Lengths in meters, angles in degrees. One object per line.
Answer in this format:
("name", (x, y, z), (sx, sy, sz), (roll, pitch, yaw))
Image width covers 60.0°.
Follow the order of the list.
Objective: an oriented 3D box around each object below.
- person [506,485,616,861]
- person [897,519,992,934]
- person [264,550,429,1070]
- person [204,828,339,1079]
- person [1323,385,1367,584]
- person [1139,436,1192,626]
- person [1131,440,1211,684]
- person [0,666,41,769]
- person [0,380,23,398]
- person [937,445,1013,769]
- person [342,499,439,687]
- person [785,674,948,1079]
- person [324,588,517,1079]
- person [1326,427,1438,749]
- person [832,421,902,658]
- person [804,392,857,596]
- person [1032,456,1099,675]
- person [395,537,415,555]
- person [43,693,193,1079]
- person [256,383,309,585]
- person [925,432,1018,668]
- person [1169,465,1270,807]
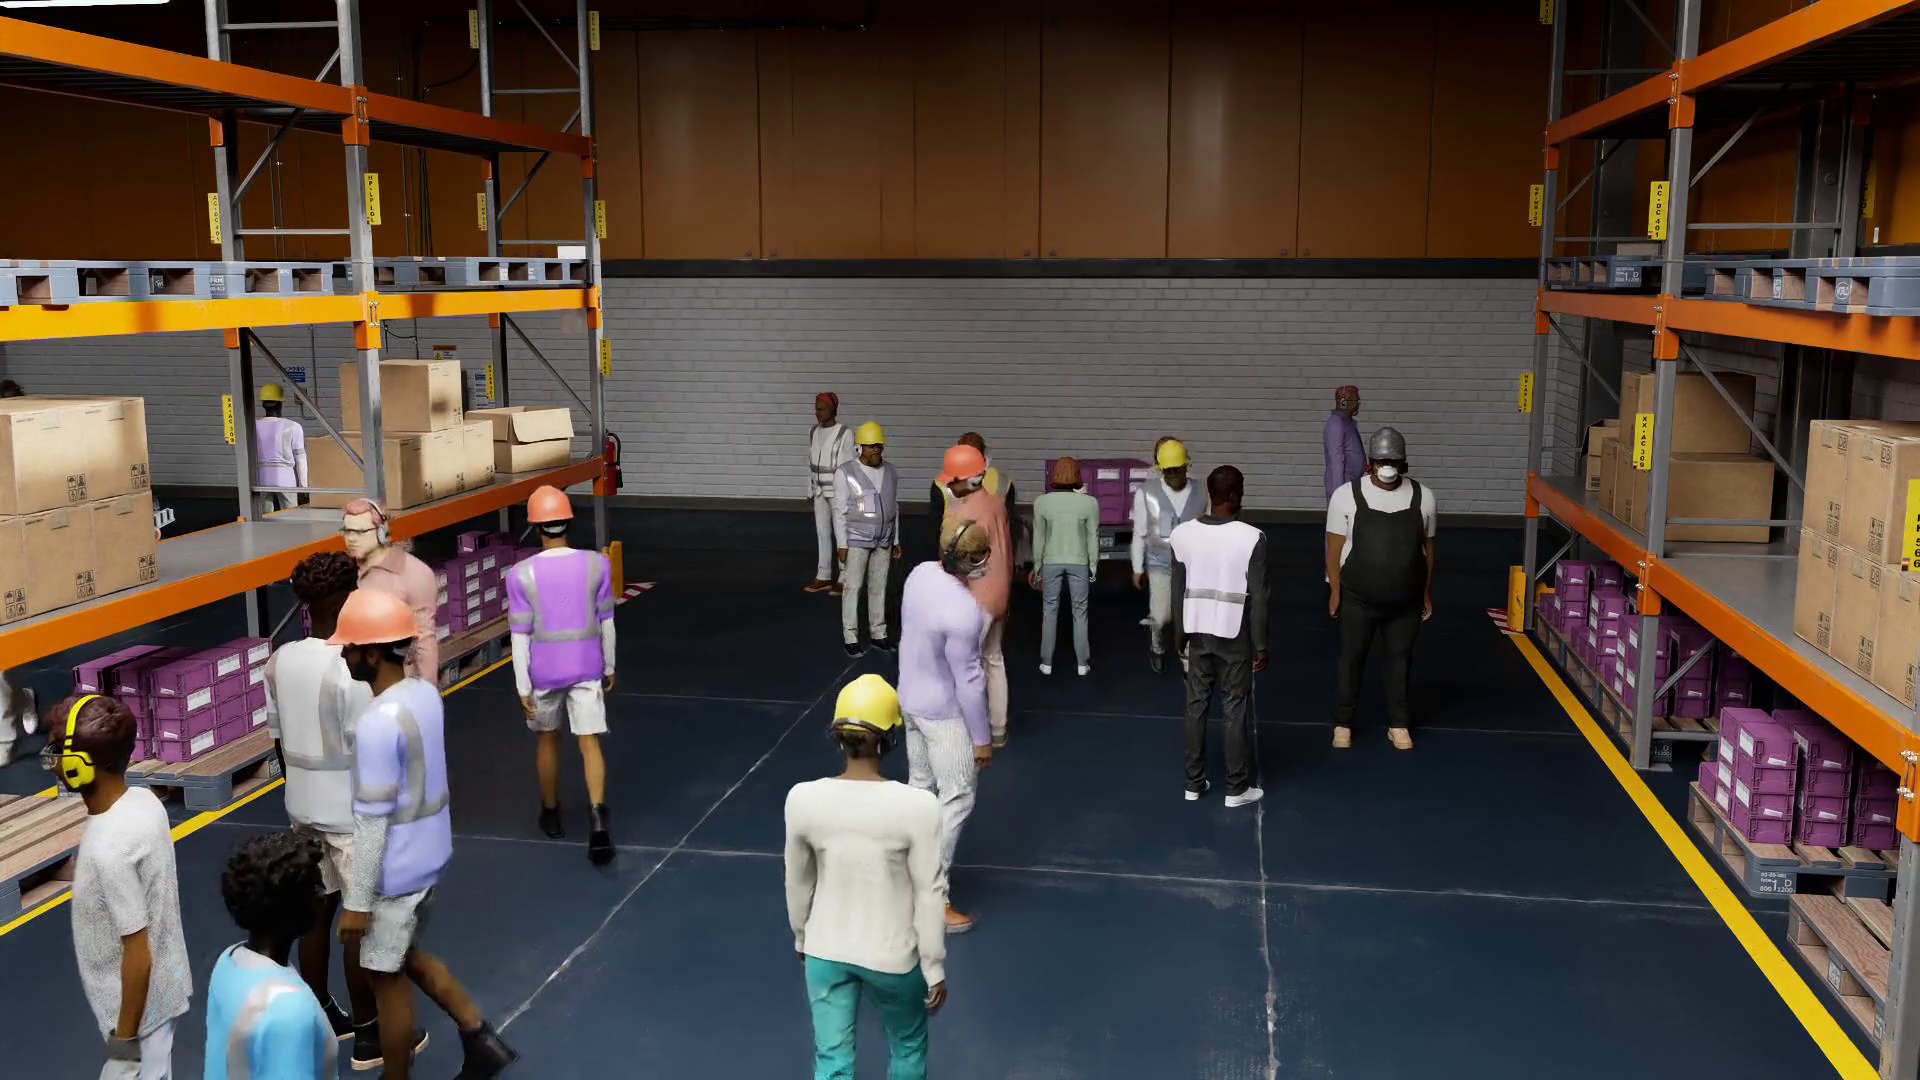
("person", (-2.018, 0.676, 8.521), (0.553, 1.908, 0.893), (-3, 10, -20))
("person", (-0.101, 0.820, 7.681), (0.362, 1.894, 0.717), (-5, 10, -26))
("person", (-2.327, 1.008, 6.263), (0.606, 1.966, 0.367), (6, 11, 32))
("person", (-1.647, 1.518, 3.956), (0.412, 1.682, 0.554), (-6, 11, -34))
("person", (3.671, -0.523, 15.891), (0.408, 1.908, 0.645), (3, 10, 18))
("person", (1.816, -0.106, 14.240), (0.802, 1.601, 0.489), (-7, 11, -36))
("person", (1.552, 0.166, 11.937), (0.661, 1.805, 0.501), (-1, 9, -5))
("person", (-5.923, 0.401, 10.248), (0.589, 1.896, 0.804), (0, 9, -1))
("person", (-10.415, -0.872, 18.344), (0.380, 1.808, 0.580), (0, 9, 0))
("person", (0.135, 0.380, 10.208), (0.420, 1.956, 0.876), (4, 10, 22))
("person", (-2.877, 0.729, 8.216), (0.648, 1.895, 0.452), (1, 9, 7))
("person", (-0.272, 1.271, 5.300), (0.553, 1.736, 0.739), (2, 9, 14))
("person", (-1.926, 1.113, 5.736), (0.512, 1.932, 0.568), (0, 9, -2))
("person", (2.636, 0.306, 10.362), (0.684, 2.000, 0.535), (0, 9, 3))
("person", (-0.703, -0.008, 12.934), (0.586, 1.835, 0.403), (-7, 11, -35))
("person", (-1.199, -0.428, 15.370), (0.584, 1.882, 0.337), (8, 12, 40))
("person", (0.783, 0.194, 12.341), (0.498, 1.626, 0.288), (1, 9, 8))
("person", (-5.029, -0.323, 14.423), (0.419, 1.976, 0.641), (7, 12, 37))
("person", (-2.297, 1.330, 4.589), (0.329, 1.865, 0.513), (-3, 10, -20))
("person", (-6.496, -0.524, 15.839), (0.588, 1.925, 0.378), (0, 9, -3))
("person", (0.075, 0.127, 12.132), (0.651, 1.820, 0.481), (-3, 10, -15))
("person", (1.449, 0.539, 9.318), (0.587, 1.914, 0.390), (6, 11, 34))
